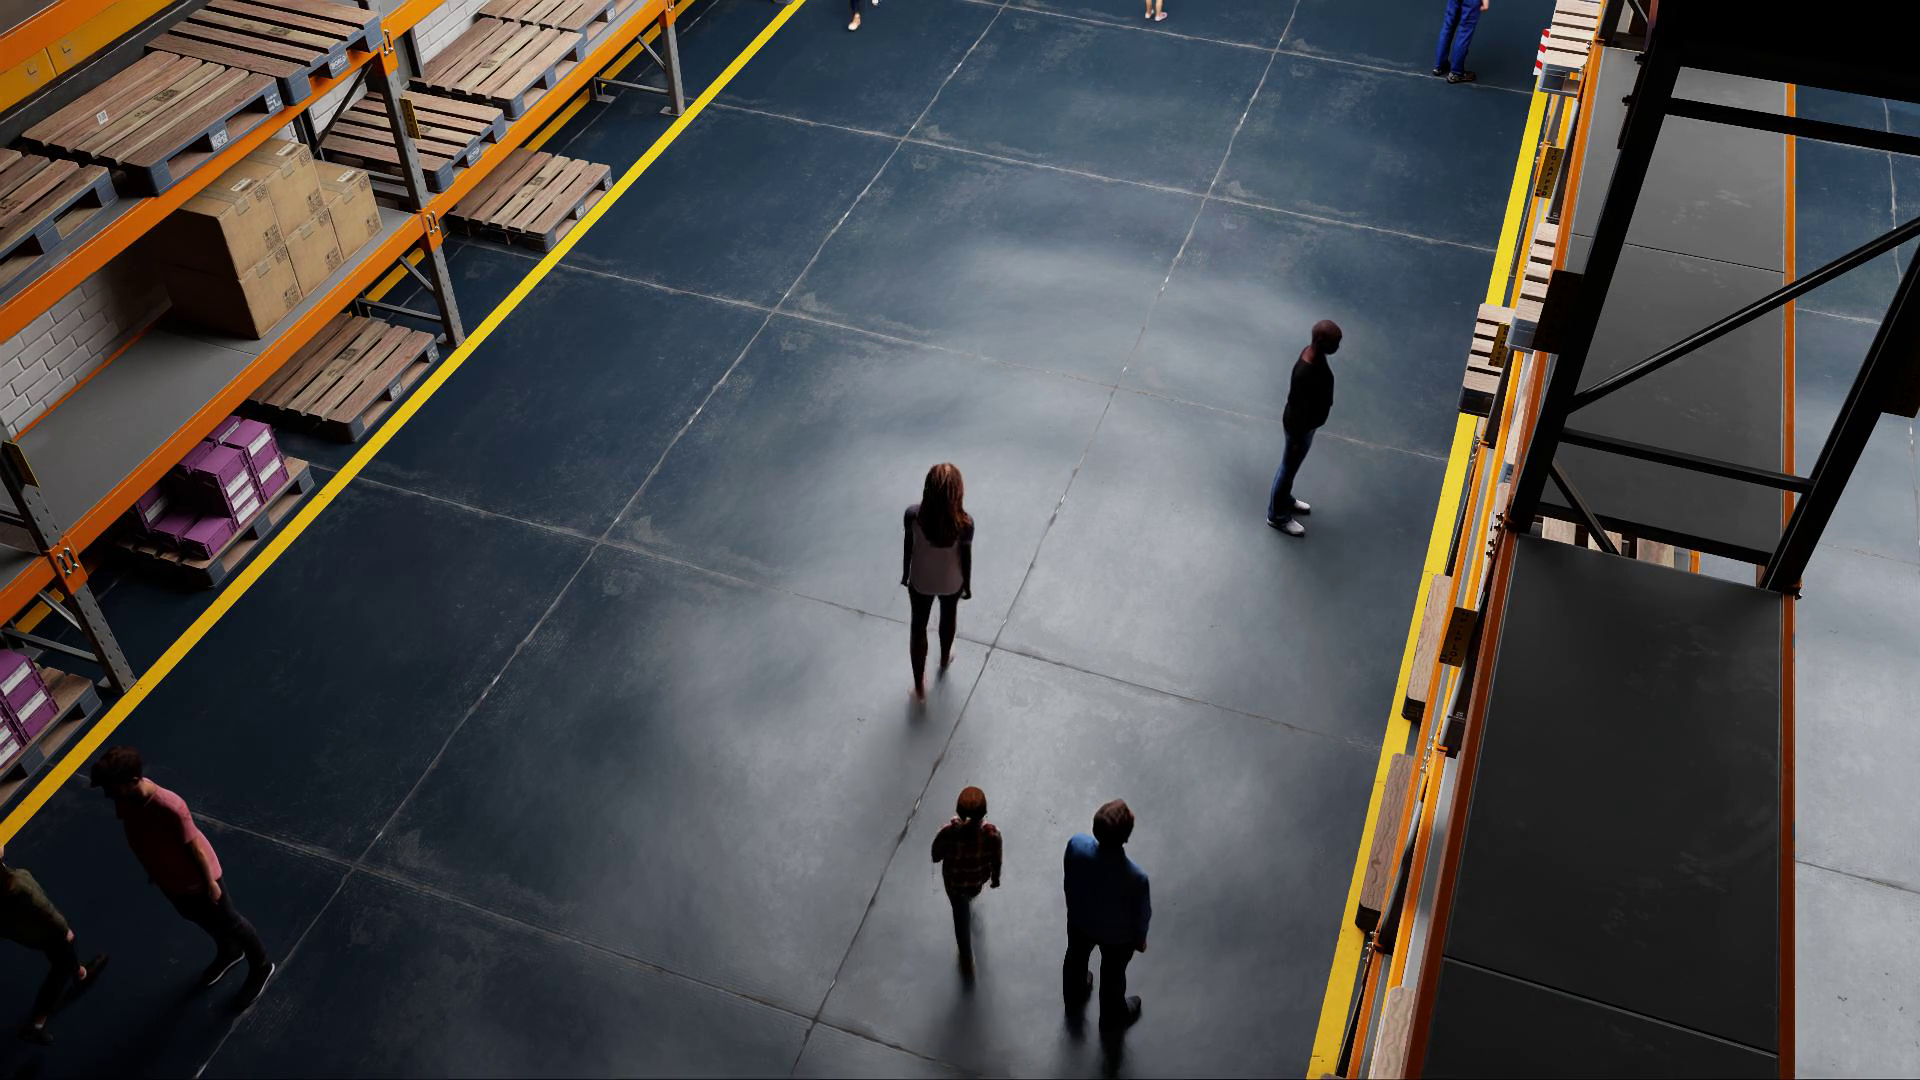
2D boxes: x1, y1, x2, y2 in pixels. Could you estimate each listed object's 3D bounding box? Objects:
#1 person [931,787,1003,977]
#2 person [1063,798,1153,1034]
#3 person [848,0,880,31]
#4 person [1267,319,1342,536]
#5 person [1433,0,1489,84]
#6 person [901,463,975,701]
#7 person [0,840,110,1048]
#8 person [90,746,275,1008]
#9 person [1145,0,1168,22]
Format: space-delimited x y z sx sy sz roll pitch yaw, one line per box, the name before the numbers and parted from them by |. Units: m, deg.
person | 0.044 1.886 9.115 0.789 1.261 0.994 -5 44 -6
person | 0.744 1.956 8.637 0.710 1.820 0.665 26 49 25
person | -1.044 -6.244 17.280 0.617 1.771 0.896 12 45 12
person | 2.376 -0.812 11.597 0.646 1.746 0.457 14 45 14
person | 4.996 -5.430 16.341 0.826 1.888 0.786 -23 48 -23
person | -0.165 0.302 10.462 0.736 1.697 0.912 3 44 3
person | -4.936 2.089 8.759 0.587 1.459 0.881 15 46 15
person | -4.075 1.728 8.776 0.627 1.958 0.556 15 46 15
person | 2.076 -5.995 17.563 0.459 1.020 0.475 25 49 24
